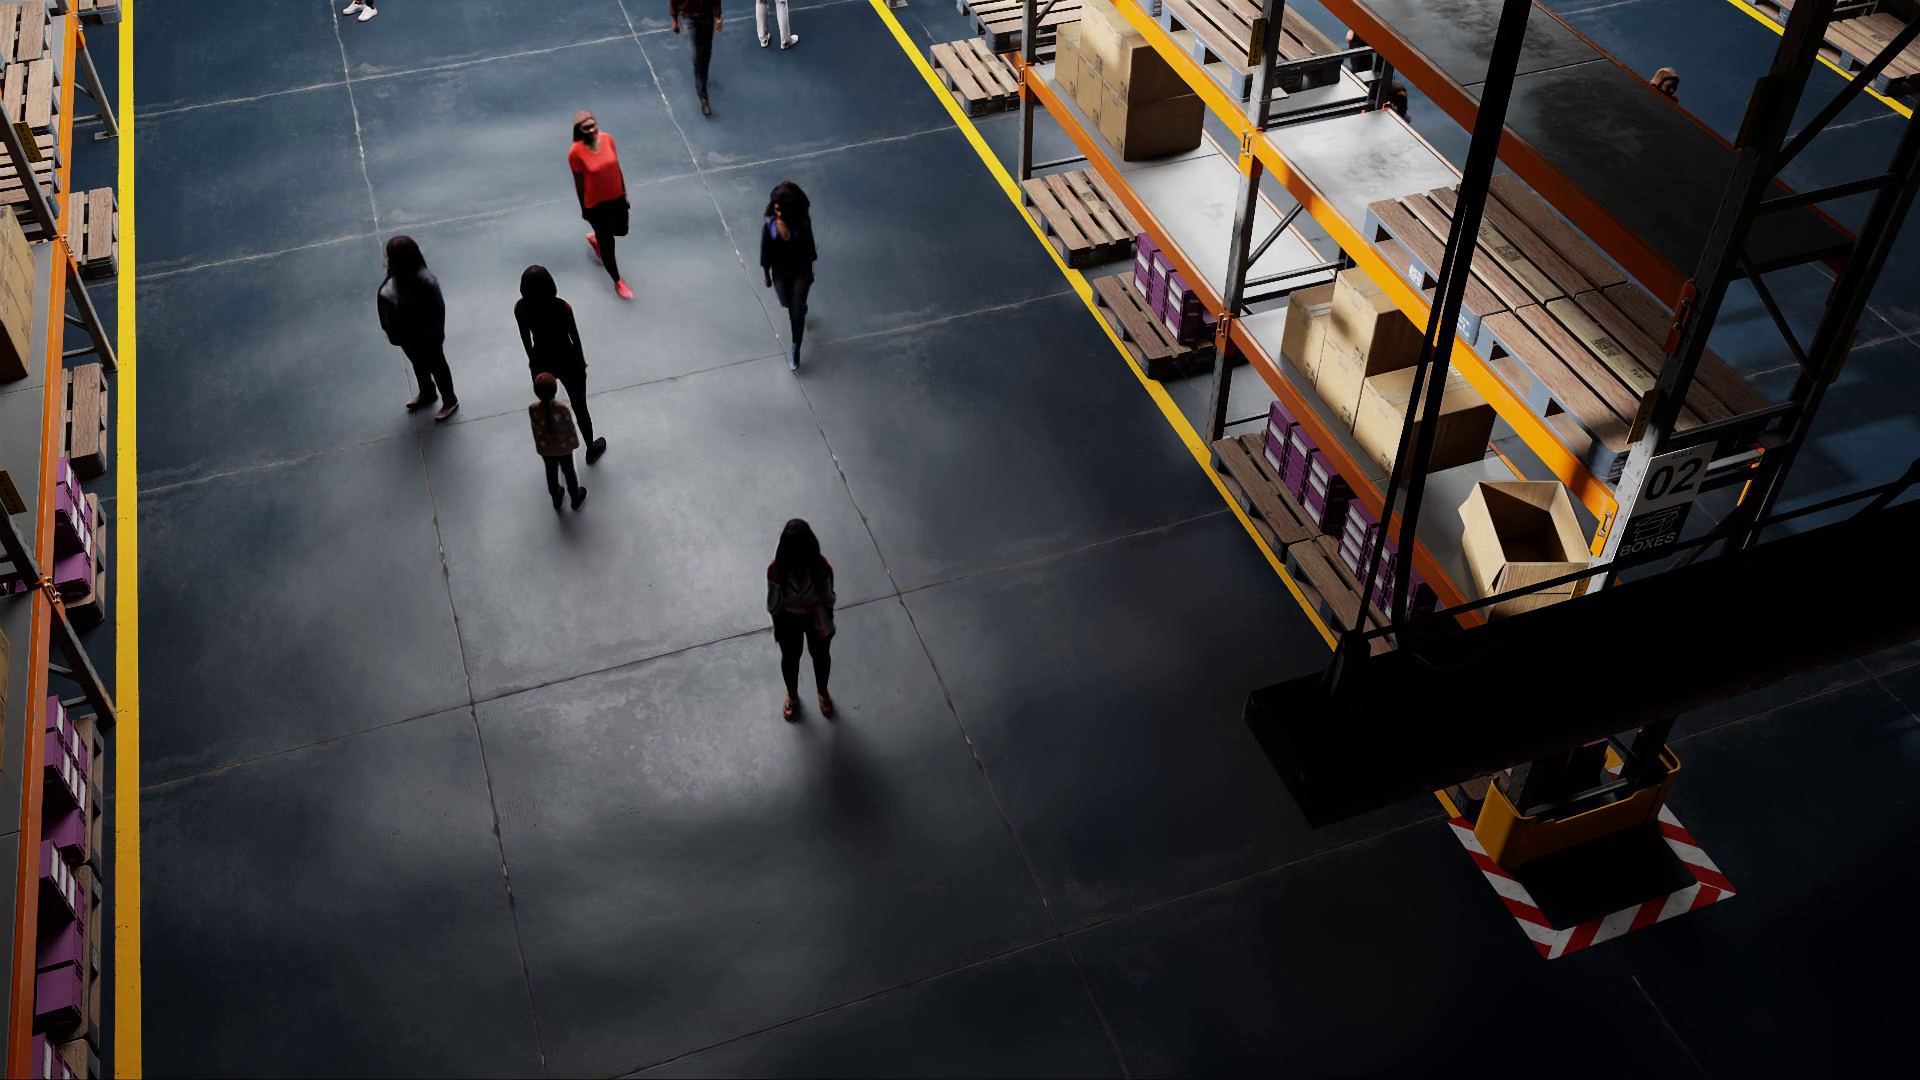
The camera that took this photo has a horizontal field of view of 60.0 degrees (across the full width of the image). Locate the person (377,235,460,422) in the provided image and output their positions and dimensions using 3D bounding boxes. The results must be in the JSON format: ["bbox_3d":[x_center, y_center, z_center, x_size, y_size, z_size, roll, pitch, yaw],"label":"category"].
[{"bbox_3d":[-4.174,-1.649,12.791,0.780,1.603,0.861,26,49,24],"label":"person"}]

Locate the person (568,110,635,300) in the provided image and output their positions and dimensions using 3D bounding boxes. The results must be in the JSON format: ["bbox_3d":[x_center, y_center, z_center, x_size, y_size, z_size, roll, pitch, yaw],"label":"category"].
[{"bbox_3d":[-3.047,-2.882,14.031,0.855,1.677,1.060,-34,53,-30],"label":"person"}]

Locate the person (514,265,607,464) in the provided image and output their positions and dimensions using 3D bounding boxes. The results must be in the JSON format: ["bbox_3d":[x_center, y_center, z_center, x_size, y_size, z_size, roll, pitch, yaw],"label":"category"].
[{"bbox_3d":[-2.991,-1.298,12.323,0.668,1.740,0.645,1,44,1],"label":"person"}]

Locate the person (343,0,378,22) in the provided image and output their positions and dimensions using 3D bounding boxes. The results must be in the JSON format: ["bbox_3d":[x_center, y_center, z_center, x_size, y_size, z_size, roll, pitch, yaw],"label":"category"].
[{"bbox_3d":[-6.559,-6.370,17.729,0.596,1.627,0.708,30,51,28],"label":"person"}]

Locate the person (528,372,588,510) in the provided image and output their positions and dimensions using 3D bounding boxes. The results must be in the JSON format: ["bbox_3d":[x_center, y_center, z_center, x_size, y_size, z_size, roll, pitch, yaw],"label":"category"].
[{"bbox_3d":[-2.954,-0.715,12.106,0.529,1.195,0.546,0,44,0],"label":"person"}]

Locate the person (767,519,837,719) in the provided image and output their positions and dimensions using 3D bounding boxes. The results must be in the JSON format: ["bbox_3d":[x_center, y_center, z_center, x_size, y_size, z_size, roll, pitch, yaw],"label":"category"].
[{"bbox_3d":[-0.992,0.489,10.539,0.634,1.614,0.587,-4,44,-4],"label":"person"}]

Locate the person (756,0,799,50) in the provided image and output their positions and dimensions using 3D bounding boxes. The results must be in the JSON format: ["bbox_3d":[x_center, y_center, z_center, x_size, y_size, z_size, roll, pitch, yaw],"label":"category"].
[{"bbox_3d":[-1.989,-5.989,17.141,0.738,1.887,0.744,9,44,9],"label":"person"}]

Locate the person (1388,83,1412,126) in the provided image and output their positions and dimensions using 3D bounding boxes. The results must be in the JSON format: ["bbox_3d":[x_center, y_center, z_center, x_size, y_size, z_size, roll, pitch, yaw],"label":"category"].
[{"bbox_3d":[3.717,-3.378,14.707,0.622,1.463,0.805,-9,44,-10],"label":"person"}]

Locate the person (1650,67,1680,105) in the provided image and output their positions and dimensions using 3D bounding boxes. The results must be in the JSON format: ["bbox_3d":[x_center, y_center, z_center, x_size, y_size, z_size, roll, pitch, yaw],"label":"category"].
[{"bbox_3d":[5.919,-3.399,14.565,0.632,1.690,0.576,-13,45,-13],"label":"person"}]

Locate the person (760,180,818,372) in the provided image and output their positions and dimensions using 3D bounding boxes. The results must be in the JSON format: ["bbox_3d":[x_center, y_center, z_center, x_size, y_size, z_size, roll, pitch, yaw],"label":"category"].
[{"bbox_3d":[-1.342,-2.178,13.351,0.894,1.596,1.101,4,44,4],"label":"person"}]

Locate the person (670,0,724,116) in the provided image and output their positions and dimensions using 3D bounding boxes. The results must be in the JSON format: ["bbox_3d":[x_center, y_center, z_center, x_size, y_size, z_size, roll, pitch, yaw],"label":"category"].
[{"bbox_3d":[-2.596,-5.155,16.368,0.743,1.744,1.162,-10,44,-10],"label":"person"}]
